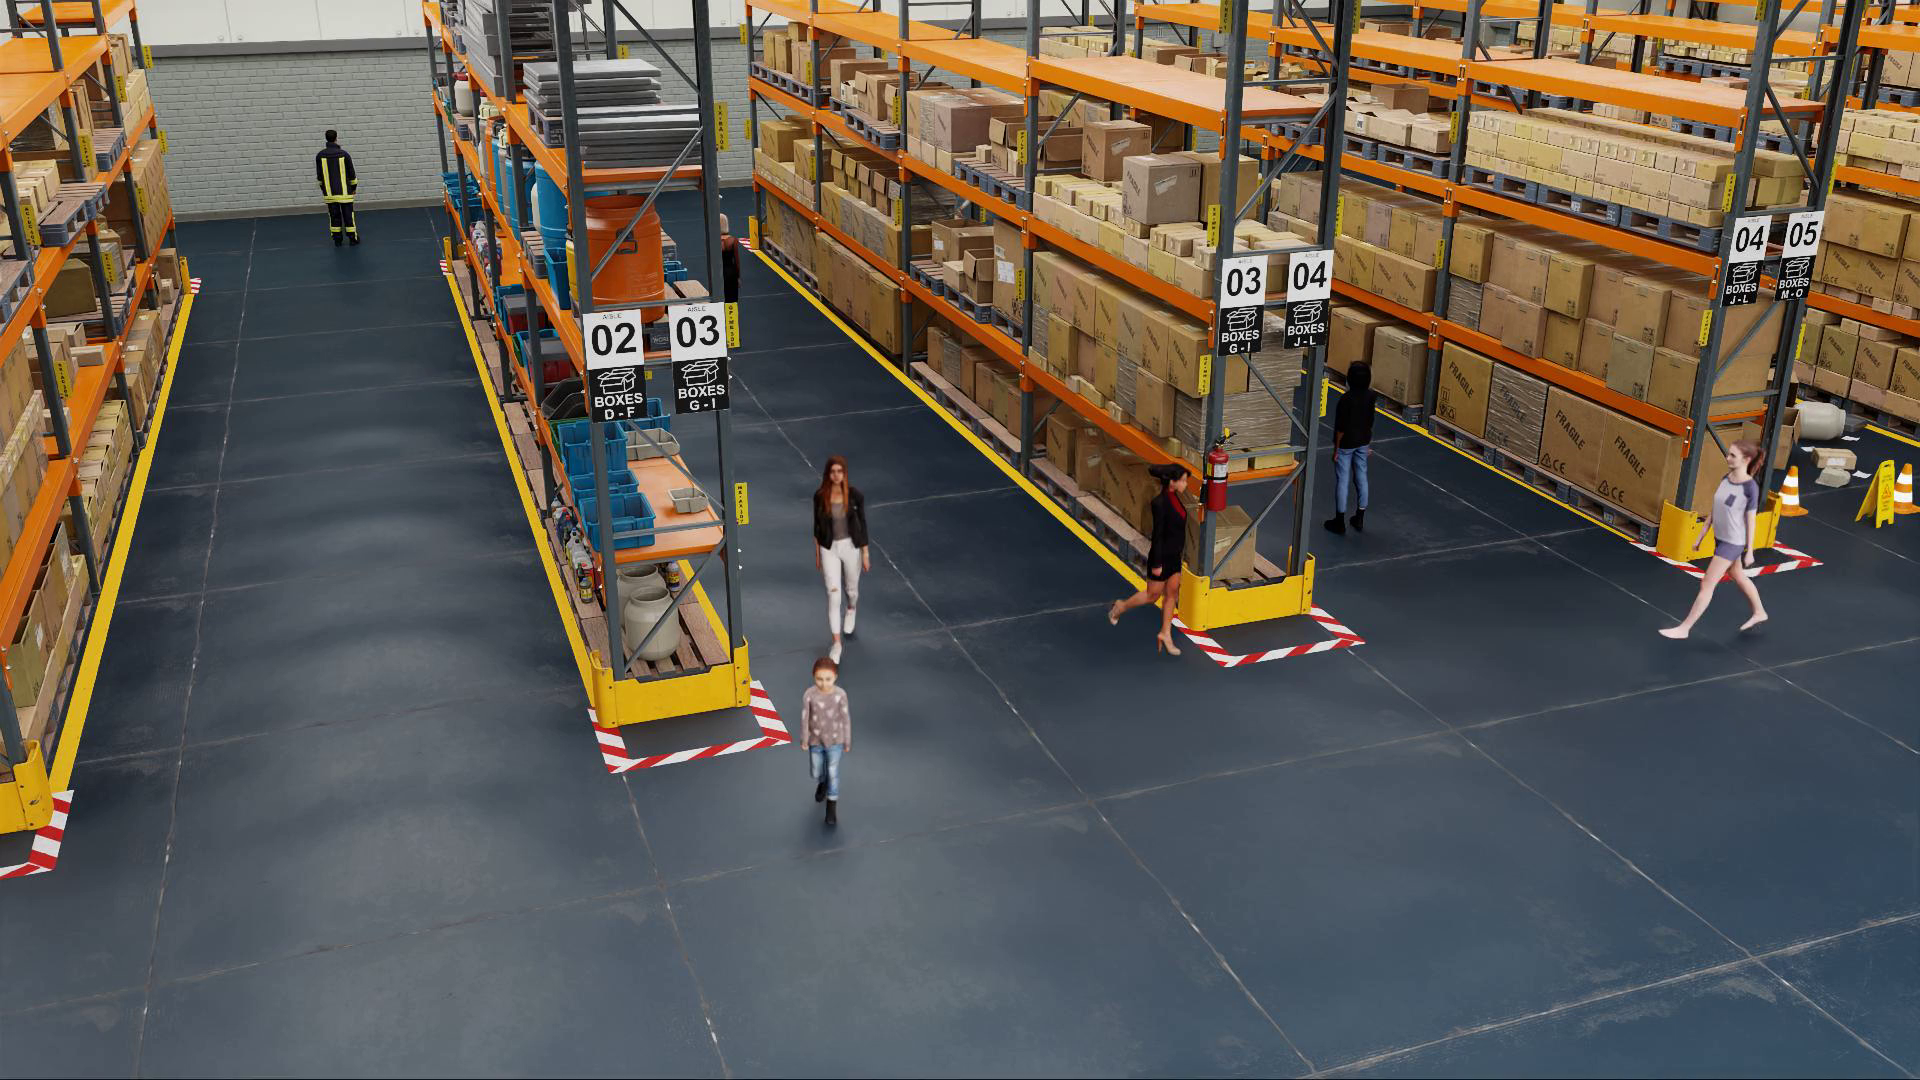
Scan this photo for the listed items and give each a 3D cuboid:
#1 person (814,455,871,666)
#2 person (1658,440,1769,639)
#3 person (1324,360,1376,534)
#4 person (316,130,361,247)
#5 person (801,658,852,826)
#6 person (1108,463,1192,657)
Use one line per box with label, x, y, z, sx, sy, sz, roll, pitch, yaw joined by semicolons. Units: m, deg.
person;-0.962;0.095;13.603;0.859;1.674;1.168;0;22;-1
person;6.435;0.032;13.703;0.898;1.717;1.207;-1;22;-4
person;3.773;-0.901;16.003;0.565;1.701;0.523;-8;24;-19
person;-10.494;-5.942;28.033;0.825;1.925;0.711;-4;23;-11
person;-0.906;1.318;11.255;0.604;1.189;0.718;0;22;0
person;1.574;0.162;13.521;0.989;1.612;0.893;15;26;32
